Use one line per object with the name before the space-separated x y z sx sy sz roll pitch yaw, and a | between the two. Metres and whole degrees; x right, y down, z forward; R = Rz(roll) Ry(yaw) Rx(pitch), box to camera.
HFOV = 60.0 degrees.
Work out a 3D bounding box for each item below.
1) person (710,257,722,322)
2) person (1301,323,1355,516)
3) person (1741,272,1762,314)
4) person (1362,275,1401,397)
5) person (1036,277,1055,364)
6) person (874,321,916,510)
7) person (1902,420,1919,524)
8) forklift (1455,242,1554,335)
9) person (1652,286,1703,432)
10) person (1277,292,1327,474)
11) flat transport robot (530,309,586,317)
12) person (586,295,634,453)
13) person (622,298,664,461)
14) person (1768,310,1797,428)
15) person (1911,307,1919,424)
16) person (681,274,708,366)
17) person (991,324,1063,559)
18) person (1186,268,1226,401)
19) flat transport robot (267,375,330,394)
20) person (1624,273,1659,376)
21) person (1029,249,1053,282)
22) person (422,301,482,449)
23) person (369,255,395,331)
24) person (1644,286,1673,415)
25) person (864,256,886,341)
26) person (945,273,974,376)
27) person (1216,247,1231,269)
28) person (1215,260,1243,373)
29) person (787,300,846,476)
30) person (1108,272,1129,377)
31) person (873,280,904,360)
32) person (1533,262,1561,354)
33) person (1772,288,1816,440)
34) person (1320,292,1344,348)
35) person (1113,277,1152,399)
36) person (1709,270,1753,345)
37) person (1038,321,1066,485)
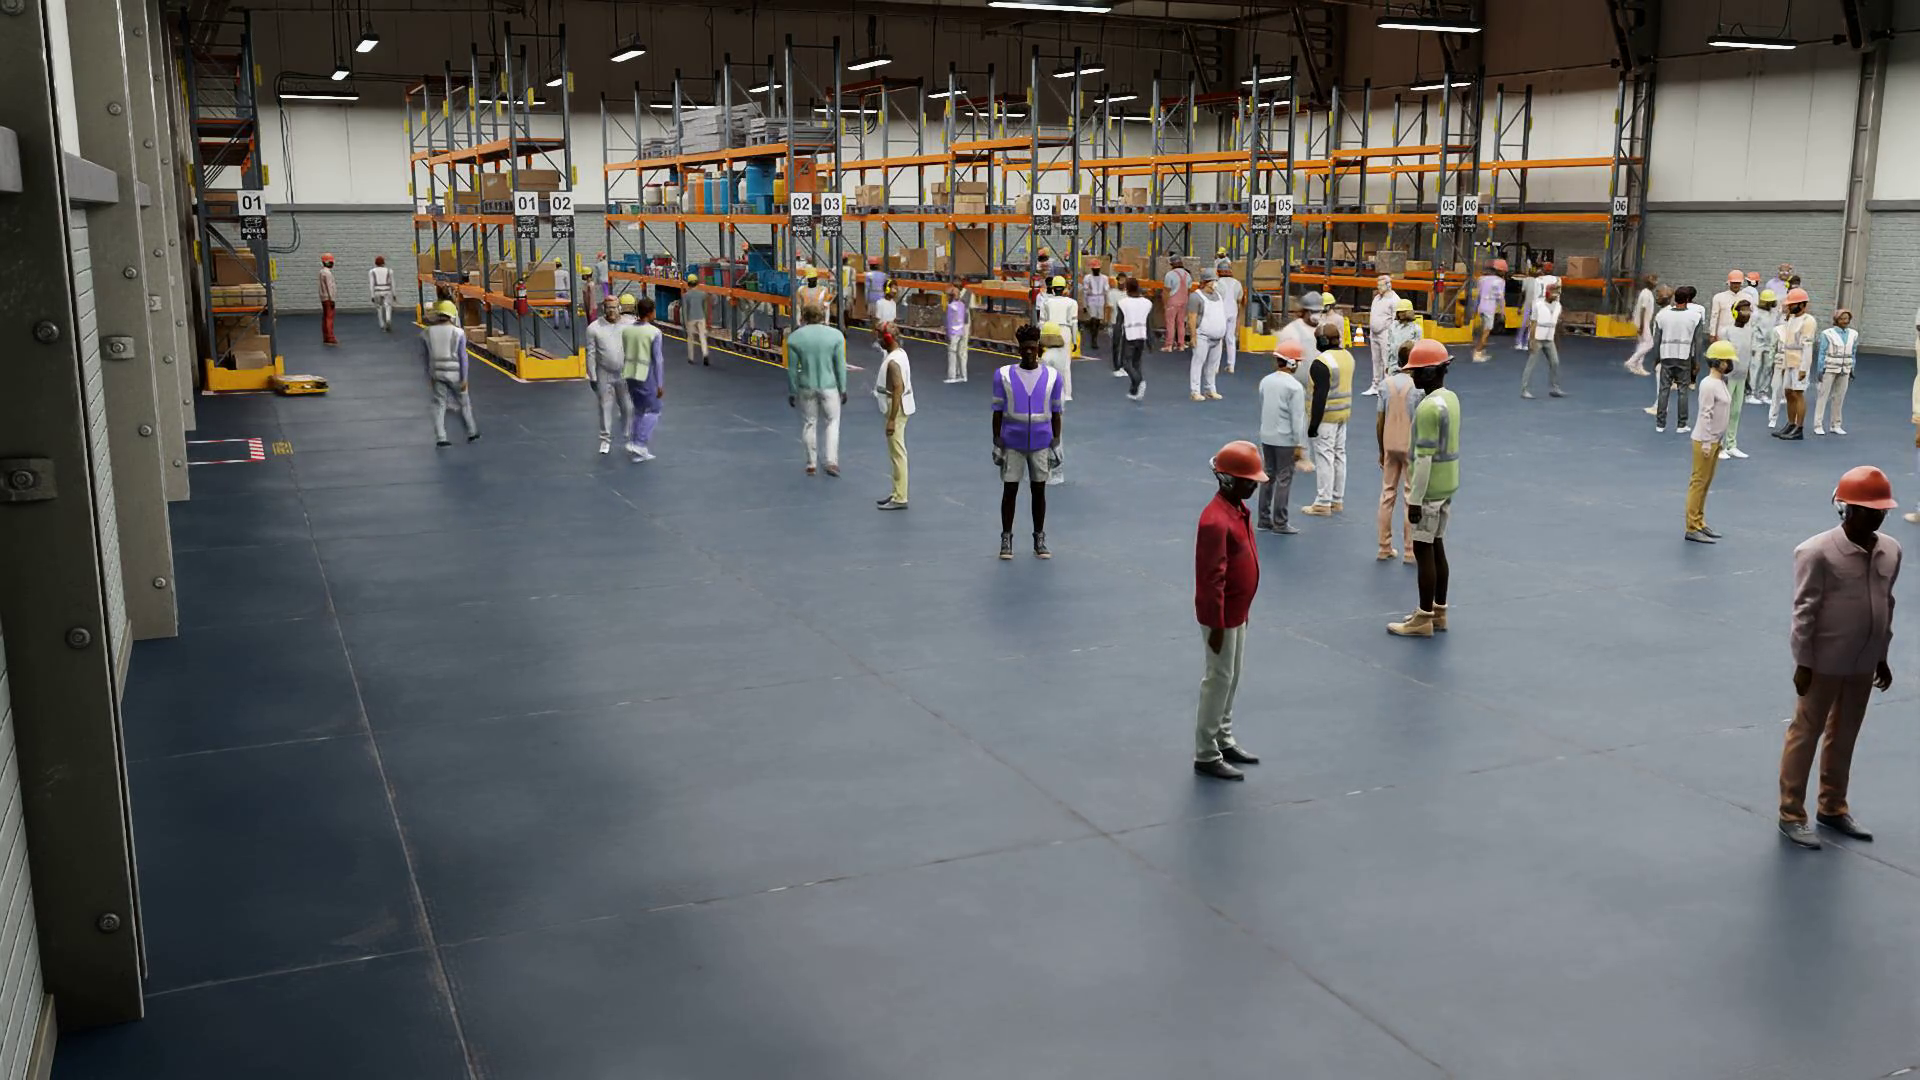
person | -6.423 -6.615 43.943 0.496 1.724 0.484 -8 14 -37
person | 3.509 -1.152 15.915 0.430 1.837 0.624 9 15 40
person | 15.205 -4.280 32.016 0.329 1.751 0.563 -1 11 -3
person | 6.630 -3.198 26.129 0.410 1.907 0.642 -5 12 -23
person | 1.663 -4.074 31.103 0.535 1.699 0.321 -4 12 -20
person | -0.629 -1.208 16.188 0.391 1.837 0.563 0 11 0
person | 9.008 -1.034 15.306 0.525 1.831 0.438 -6 12 -27
forklift | 13.047 -6.049 39.881 2.313 2.155 1.214 -5 12 -23
person | 9.432 -2.371 21.891 0.596 1.918 0.380 7 13 30
person | 3.948 -1.753 18.441 0.687 2.000 0.867 -4 12 -20
flat transport robot | -11.184 -6.354 46.333 1.431 0.197 0.652 -9 14 -39
person | -4.143 -1.981 19.977 0.645 1.900 0.404 -4 12 -17
person | -3.669 -1.843 19.264 0.636 1.898 0.430 7 13 31
person | 11.126 -2.309 22.317 0.514 1.634 0.312 6 13 29
person | 13.366 -2.590 22.692 0.673 2.000 0.535 -7 13 -32
person | -5.011 -4.179 31.553 0.519 1.735 0.856 -4 12 -19
person | 0.559 -0.816 13.864 0.603 1.967 0.366 -1 11 -5
person | 3.838 -3.162 25.601 0.690 2.000 0.538 -9 14 -38
flat transport robot | -10.714 -2.528 26.893 0.652 0.197 1.431 -7 13 -33
person | 12.092 -3.794 29.375 0.411 1.831 0.507 5 12 22
person | 2.029 -6.146 40.877 0.620 2.015 0.907 -4 12 -20
person | -6.281 -2.047 20.566 0.596 1.796 0.866 1 11 7
person | -13.993 -5.961 40.300 0.582 1.863 0.800 -4 12 -21
person | 10.037 -2.704 23.776 0.328 1.842 0.515 4 12 18
person | -1.858 -5.382 37.219 0.589 1.917 0.572 -6 13 -30
person | 0.015 -3.837 29.589 0.583 1.823 0.524 5 12 24
person | 8.044 -8.060 51.048 0.403 1.826 0.603 -8 13 -34
person | 4.721 -4.040 30.061 0.689 2.000 0.537 -5 12 -23
person | -1.561 -1.650 18.185 0.643 1.938 0.388 1 11 3
person | 2.848 -3.770 29.211 0.562 1.840 0.532 -4 12 -17
person | -1.106 -3.097 25.775 0.438 1.846 0.577 6 12 26
person | 11.980 -4.737 34.008 0.572 1.883 0.356 -1 11 -7
person | 10.638 -2.238 21.221 0.391 1.923 0.549 0 11 0
person | 5.221 -2.640 23.684 0.342 1.755 0.531 -8 14 -36
person | 2.702 -3.083 25.588 0.629 1.892 0.702 -5 12 -25
person | 12.025 -3.208 25.952 0.619 1.992 0.396 1 11 5
person | 0.963 -1.454 17.700 0.335 1.749 0.494 6 13 27
